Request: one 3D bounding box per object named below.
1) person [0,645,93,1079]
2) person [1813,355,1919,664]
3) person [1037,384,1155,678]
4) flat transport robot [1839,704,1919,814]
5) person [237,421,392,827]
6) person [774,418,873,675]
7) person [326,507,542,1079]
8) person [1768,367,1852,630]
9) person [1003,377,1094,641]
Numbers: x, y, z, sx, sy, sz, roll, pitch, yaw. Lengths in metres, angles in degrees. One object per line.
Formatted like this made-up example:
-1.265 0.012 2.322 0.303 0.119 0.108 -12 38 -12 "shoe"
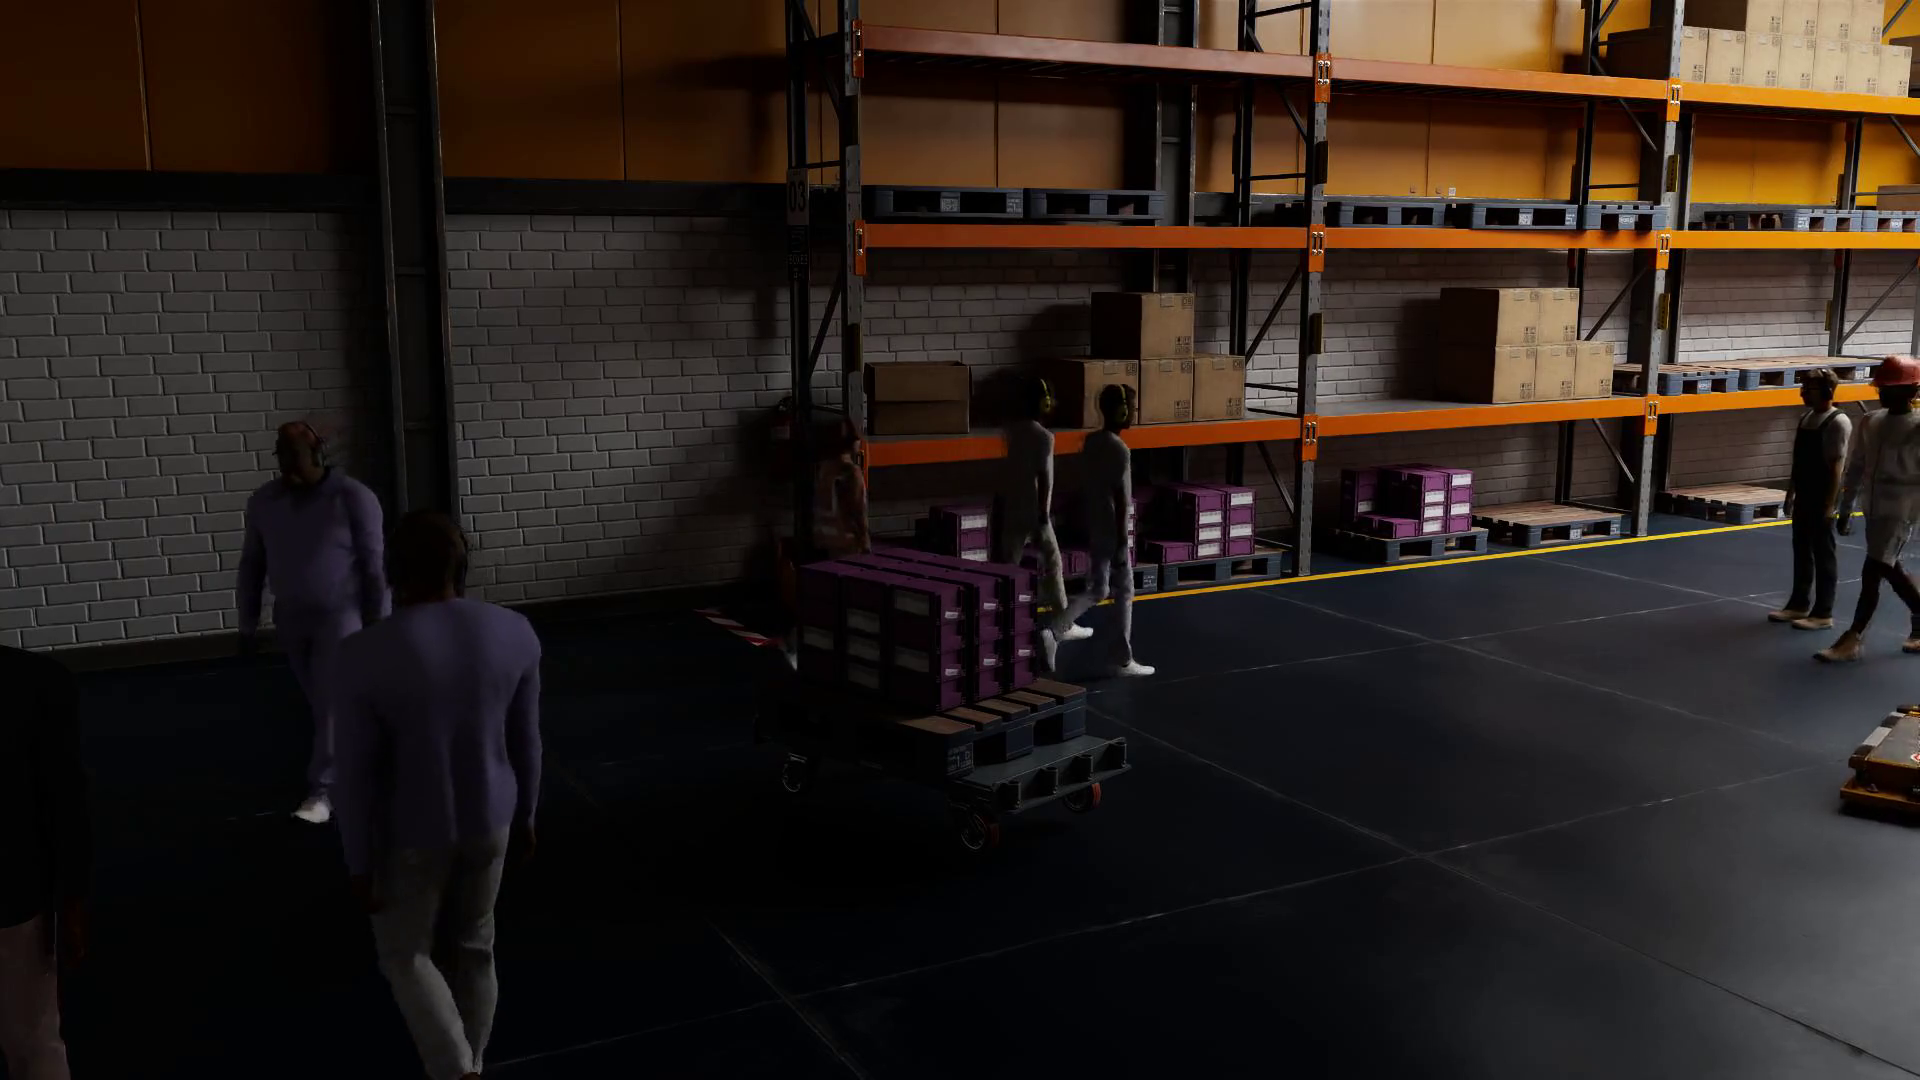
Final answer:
-2.545 0.925 4.242 0.611 1.997 0.375 -4 11 -21 "person"
6.056 -0.206 10.773 1.040 2.001 0.625 -3 10 -15 "person"
0.845 -0.035 10.201 0.720 1.846 0.531 -5 11 -27 "person"
4.881 1.092 8.240 0.652 0.197 1.431 8 12 38 "flat transport robot"
-3.046 0.384 7.743 0.675 1.859 0.961 2 10 9 "person"
-0.798 0.039 10.456 0.785 1.610 0.506 -4 11 -21 "person"
-1.480 0.860 4.841 0.633 1.922 0.640 -8 12 -37 "person"
5.997 -0.289 11.687 0.349 1.842 0.515 -1 10 -7 "person"
0.447 -0.175 11.117 0.968 1.826 0.538 -7 12 -36 "person"
